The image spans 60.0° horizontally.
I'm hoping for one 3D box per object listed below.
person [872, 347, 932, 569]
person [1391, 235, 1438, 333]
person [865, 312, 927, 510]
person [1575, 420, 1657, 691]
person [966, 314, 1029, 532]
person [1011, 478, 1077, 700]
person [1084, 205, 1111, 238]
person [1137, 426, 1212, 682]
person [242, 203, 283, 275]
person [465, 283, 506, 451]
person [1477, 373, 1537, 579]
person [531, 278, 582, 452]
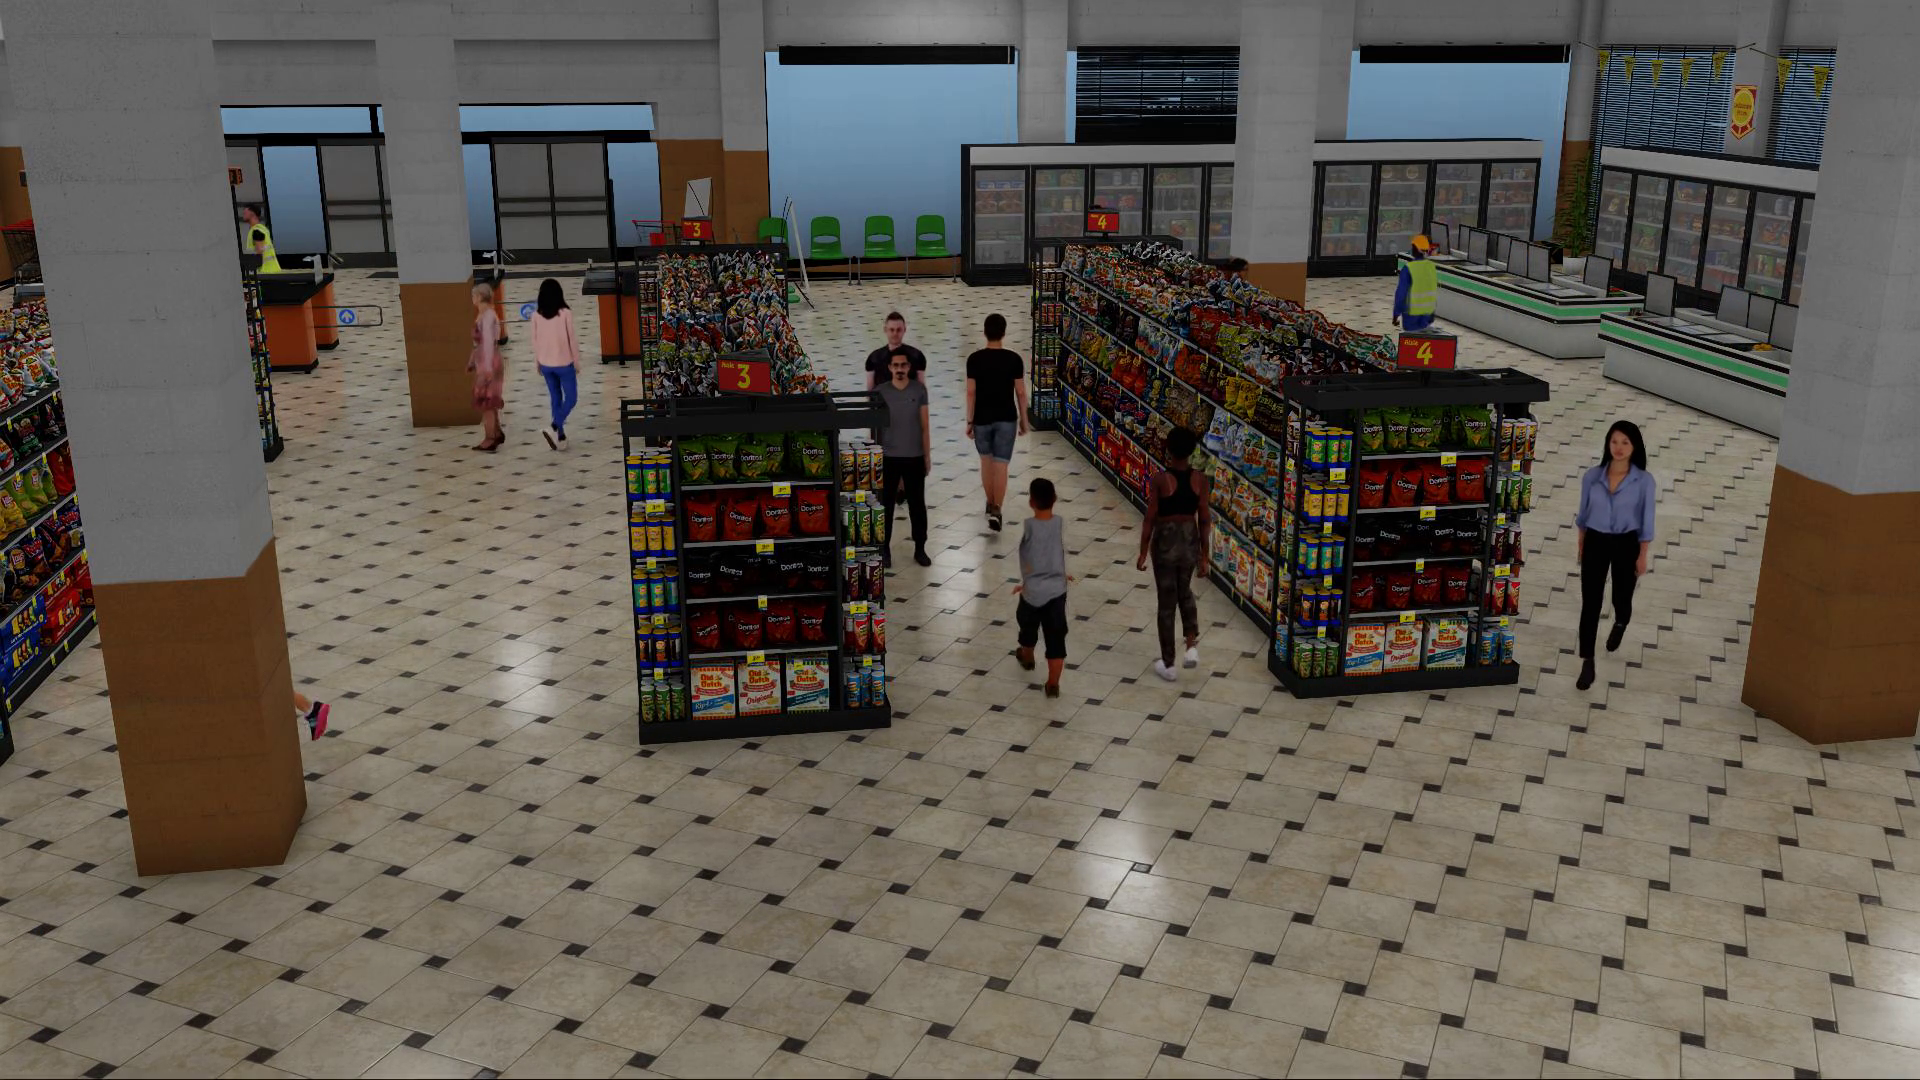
[{"bbox_3d":[-0.470,-0.665,13.174,0.605,1.753,0.523,-3,17,-10],"label":"person"},{"bbox_3d":[5.483,-2.705,19.799,0.740,1.807,0.707,-7,18,-21],"label":"person"},{"bbox_3d":[-0.550,-1.075,14.438,0.752,1.802,1.185,-1,17,-2],"label":"person"},{"bbox_3d":[4.249,0.083,10.776,1.071,1.715,1.164,10,19,29],"label":"person"},{"bbox_3d":[0.292,-0.968,14.061,0.878,1.817,1.266,1,17,4],"label":"person"},{"bbox_3d":[0.550,0.288,10.594,0.612,1.428,0.927,-2,17,-8],"label":"person"},{"bbox_3d":[1.950,-3.673,22.977,1.007,1.812,1.212,-14,22,-39],"label":"person"},{"bbox_3d":[1.417,0.121,10.701,0.612,1.686,0.694,-4,17,-14],"label":"person"},{"bbox_3d":[-9.721,-3.792,23.331,0.809,1.834,0.733,-6,18,-18],"label":"person"},{"bbox_3d":[-4.738,-1.761,16.923,0.750,1.671,0.634,-8,19,-25],"label":"person"},{"bbox_3d":[3.927,-0.337,12.045,0.594,1.781,0.536,-4,17,-13],"label":"person"},{"bbox_3d":[-4.057,-1.711,16.615,0.875,1.753,1.033,4,17,13],"label":"person"}]
